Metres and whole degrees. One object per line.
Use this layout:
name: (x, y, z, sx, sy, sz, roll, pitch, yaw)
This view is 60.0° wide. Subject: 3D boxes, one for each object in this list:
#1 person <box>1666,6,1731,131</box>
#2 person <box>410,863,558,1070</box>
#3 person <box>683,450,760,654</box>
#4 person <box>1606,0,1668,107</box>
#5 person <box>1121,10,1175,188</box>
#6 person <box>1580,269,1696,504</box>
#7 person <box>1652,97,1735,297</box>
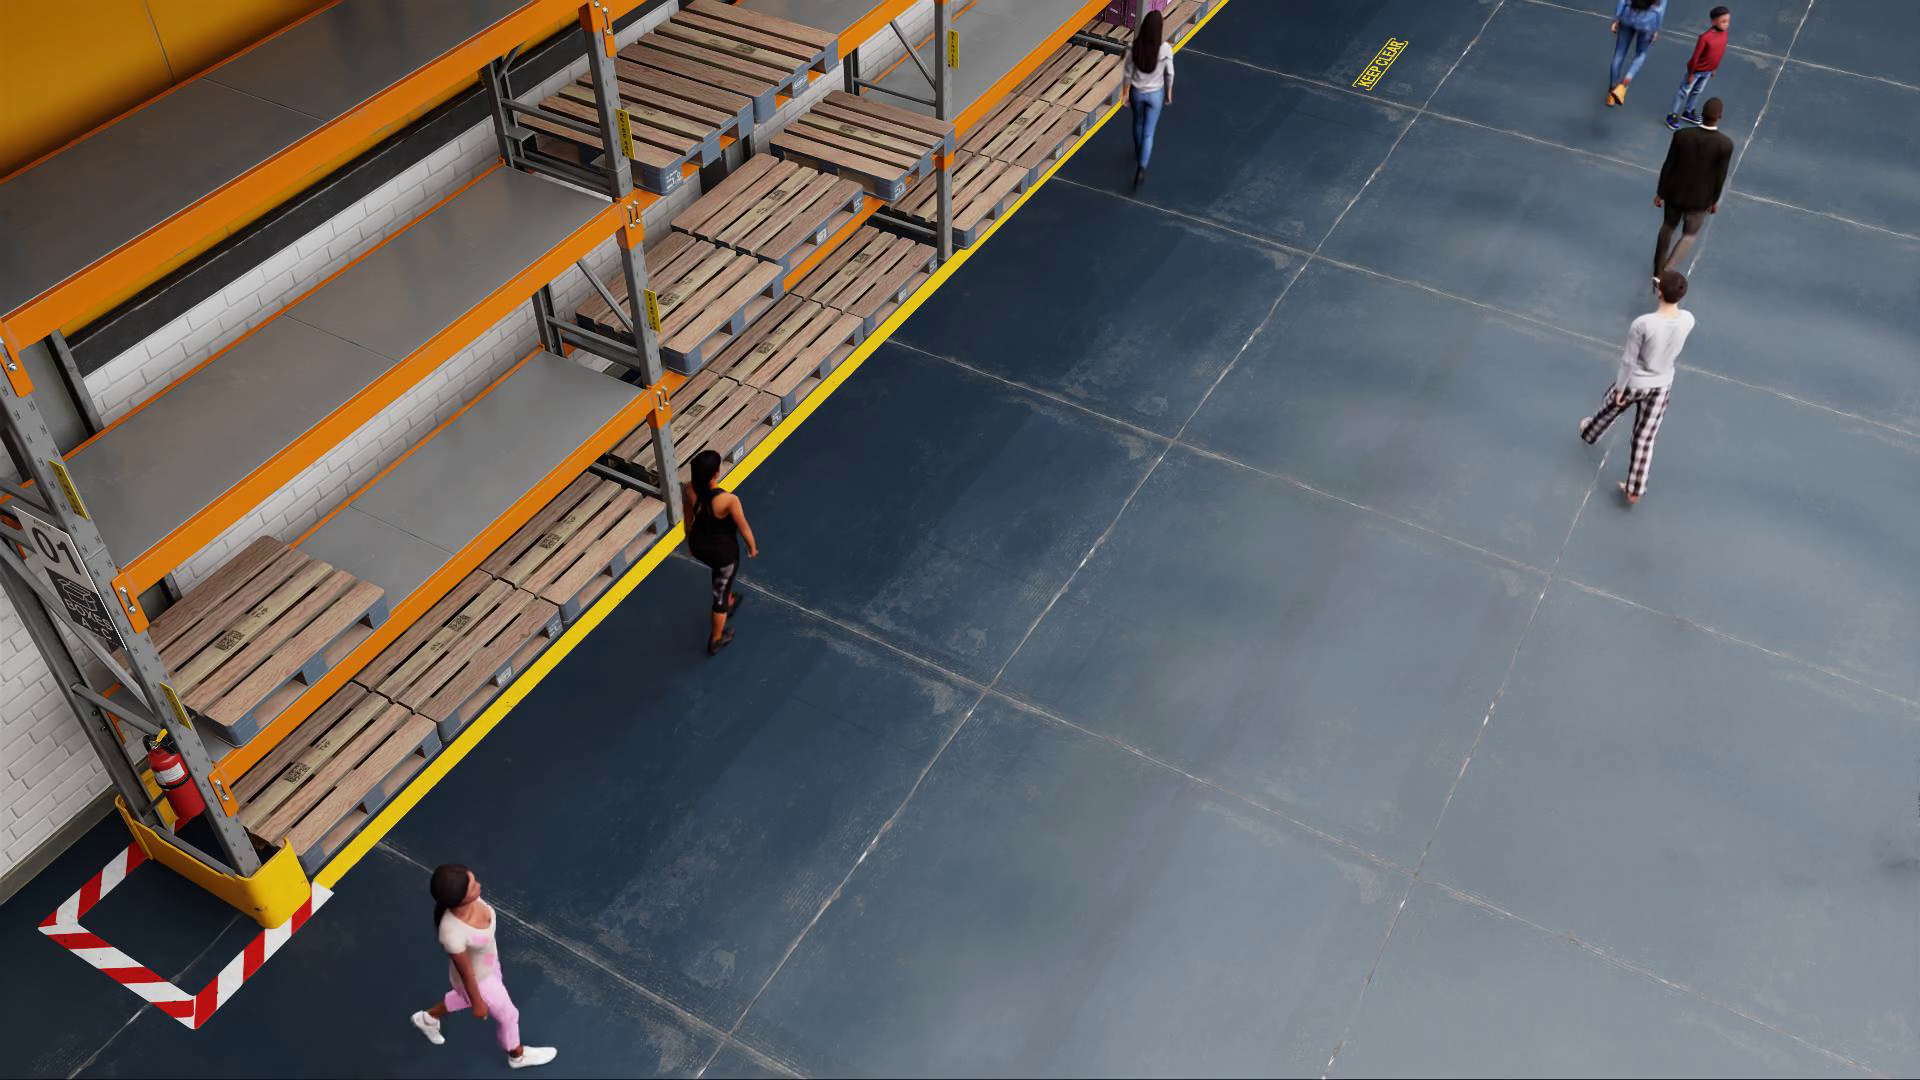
person: (7.242, -4.633, 16.265, 0.573, 1.250, 0.650, -17, 46, -17)
person: (-2.619, 2.261, 8.689, 1.025, 1.719, 1.019, -3, 44, -3)
person: (-1.660, 0.103, 11.006, 0.629, 1.647, 0.798, 19, 47, 19)
person: (6.634, -5.014, 16.339, 0.604, 1.700, 0.724, 21, 47, 21)
person: (1.718, -4.054, 15.409, 0.824, 1.592, 1.131, 10, 45, 11)
person: (5.036, -1.084, 12.143, 1.030, 1.796, 1.261, 0, 44, 0)
person: (6.119, -2.859, 14.014, 0.727, 1.786, 1.014, 26, 49, 24)
